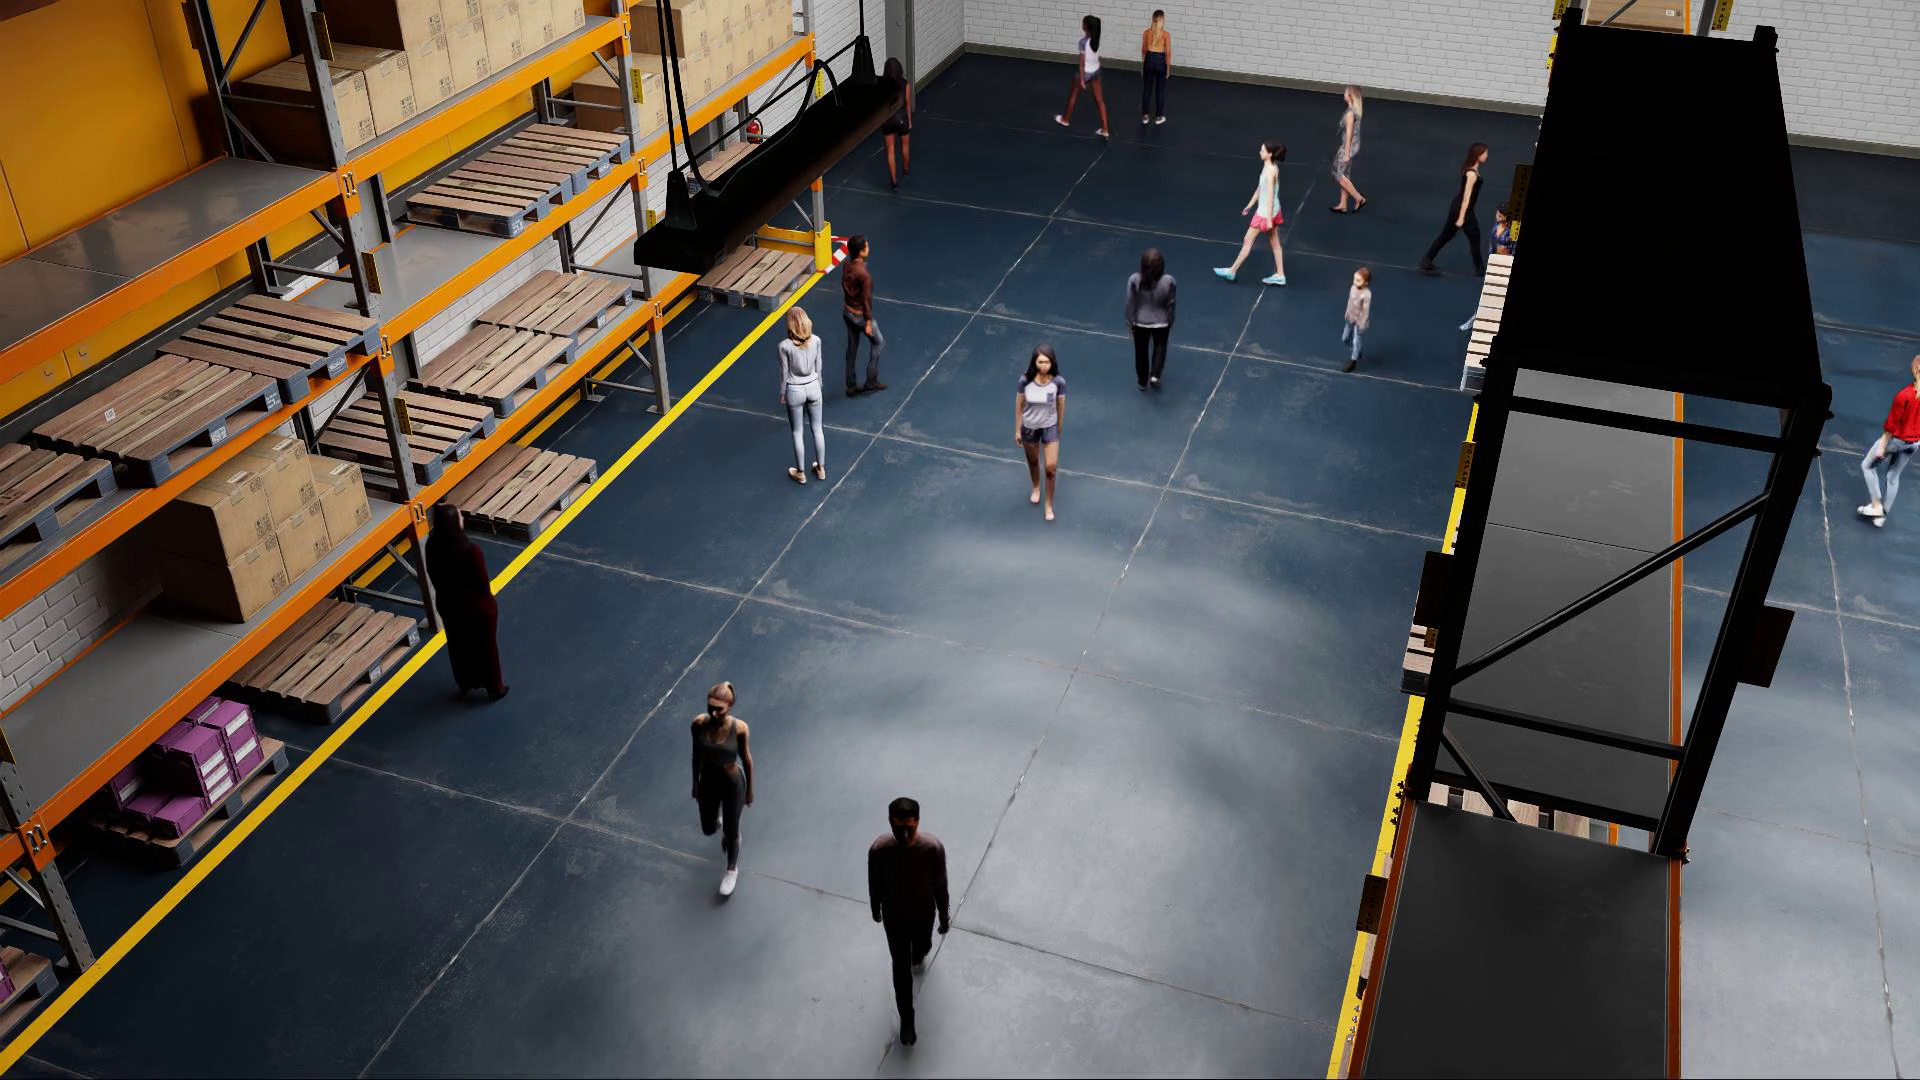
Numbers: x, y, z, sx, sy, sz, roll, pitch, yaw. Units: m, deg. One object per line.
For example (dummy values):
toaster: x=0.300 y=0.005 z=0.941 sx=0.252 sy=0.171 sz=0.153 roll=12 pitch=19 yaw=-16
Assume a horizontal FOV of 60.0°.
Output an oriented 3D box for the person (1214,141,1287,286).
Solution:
person: x=3.672 y=-3.783 z=19.413 sx=0.685 sy=1.726 sz=1.035 roll=9 pitch=35 yaw=13

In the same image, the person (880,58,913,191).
person: x=-0.859 y=-5.458 z=21.941 sx=0.825 sy=1.717 sz=1.045 roll=1 pitch=34 yaw=1

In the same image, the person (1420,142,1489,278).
person: x=5.840 y=-3.846 z=19.588 sx=0.861 sy=1.637 sz=1.139 roll=3 pitch=34 yaw=4

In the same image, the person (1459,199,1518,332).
person: x=6.104 y=-3.029 z=18.437 sx=1.162 sy=1.550 sz=1.174 roll=-9 pitch=35 yaw=-13

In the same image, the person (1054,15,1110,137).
person: x=1.899 y=-6.549 z=23.630 sx=1.229 sy=1.665 sz=1.078 roll=-26 pitch=42 yaw=-33

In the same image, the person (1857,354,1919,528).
person: x=8.536 y=-0.842 z=15.020 sx=0.742 sy=1.690 sz=0.768 roll=-9 pitch=35 yaw=-13

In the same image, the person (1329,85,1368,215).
person: x=5.043 y=-4.930 z=21.175 sx=0.712 sy=1.685 sz=0.714 roll=17 pitch=37 yaw=24

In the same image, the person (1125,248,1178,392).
person: x=1.977 y=-2.254 z=17.235 sx=0.751 sy=1.591 sz=0.744 roll=3 pitch=34 yaw=5

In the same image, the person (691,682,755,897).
person: x=-1.596 y=1.618 z=11.314 sx=0.687 sy=1.696 sz=0.858 roll=4 pitch=34 yaw=6

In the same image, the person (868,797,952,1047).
person: x=-0.299 y=2.241 z=10.335 sx=0.920 sy=1.742 sz=1.188 roll=3 pitch=34 yaw=4

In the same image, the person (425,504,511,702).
person: x=-3.859 y=0.499 z=12.943 sx=0.649 sy=1.756 sz=0.584 roll=11 pitch=35 yaw=16

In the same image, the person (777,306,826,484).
person: x=-1.482 y=-1.376 z=15.730 sx=0.656 sy=1.793 sz=0.715 roll=-14 pitch=36 yaw=-20

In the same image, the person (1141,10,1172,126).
person: x=2.831 y=-6.865 z=24.140 sx=0.574 sy=1.627 sz=0.495 roll=10 pitch=35 yaw=15

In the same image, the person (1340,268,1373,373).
person: x=4.282 y=-2.365 z=17.765 sx=0.667 sy=1.189 sz=0.610 roll=-16 pitch=37 yaw=-22

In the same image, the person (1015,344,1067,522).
person: x=0.742 y=-1.085 z=15.390 sx=0.709 sy=1.686 sz=0.871 roll=4 pitch=34 yaw=6

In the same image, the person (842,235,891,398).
person: x=-1.117 y=-2.273 z=17.105 sx=0.853 sy=1.767 sz=0.812 roll=-23 pitch=40 yaw=-31
